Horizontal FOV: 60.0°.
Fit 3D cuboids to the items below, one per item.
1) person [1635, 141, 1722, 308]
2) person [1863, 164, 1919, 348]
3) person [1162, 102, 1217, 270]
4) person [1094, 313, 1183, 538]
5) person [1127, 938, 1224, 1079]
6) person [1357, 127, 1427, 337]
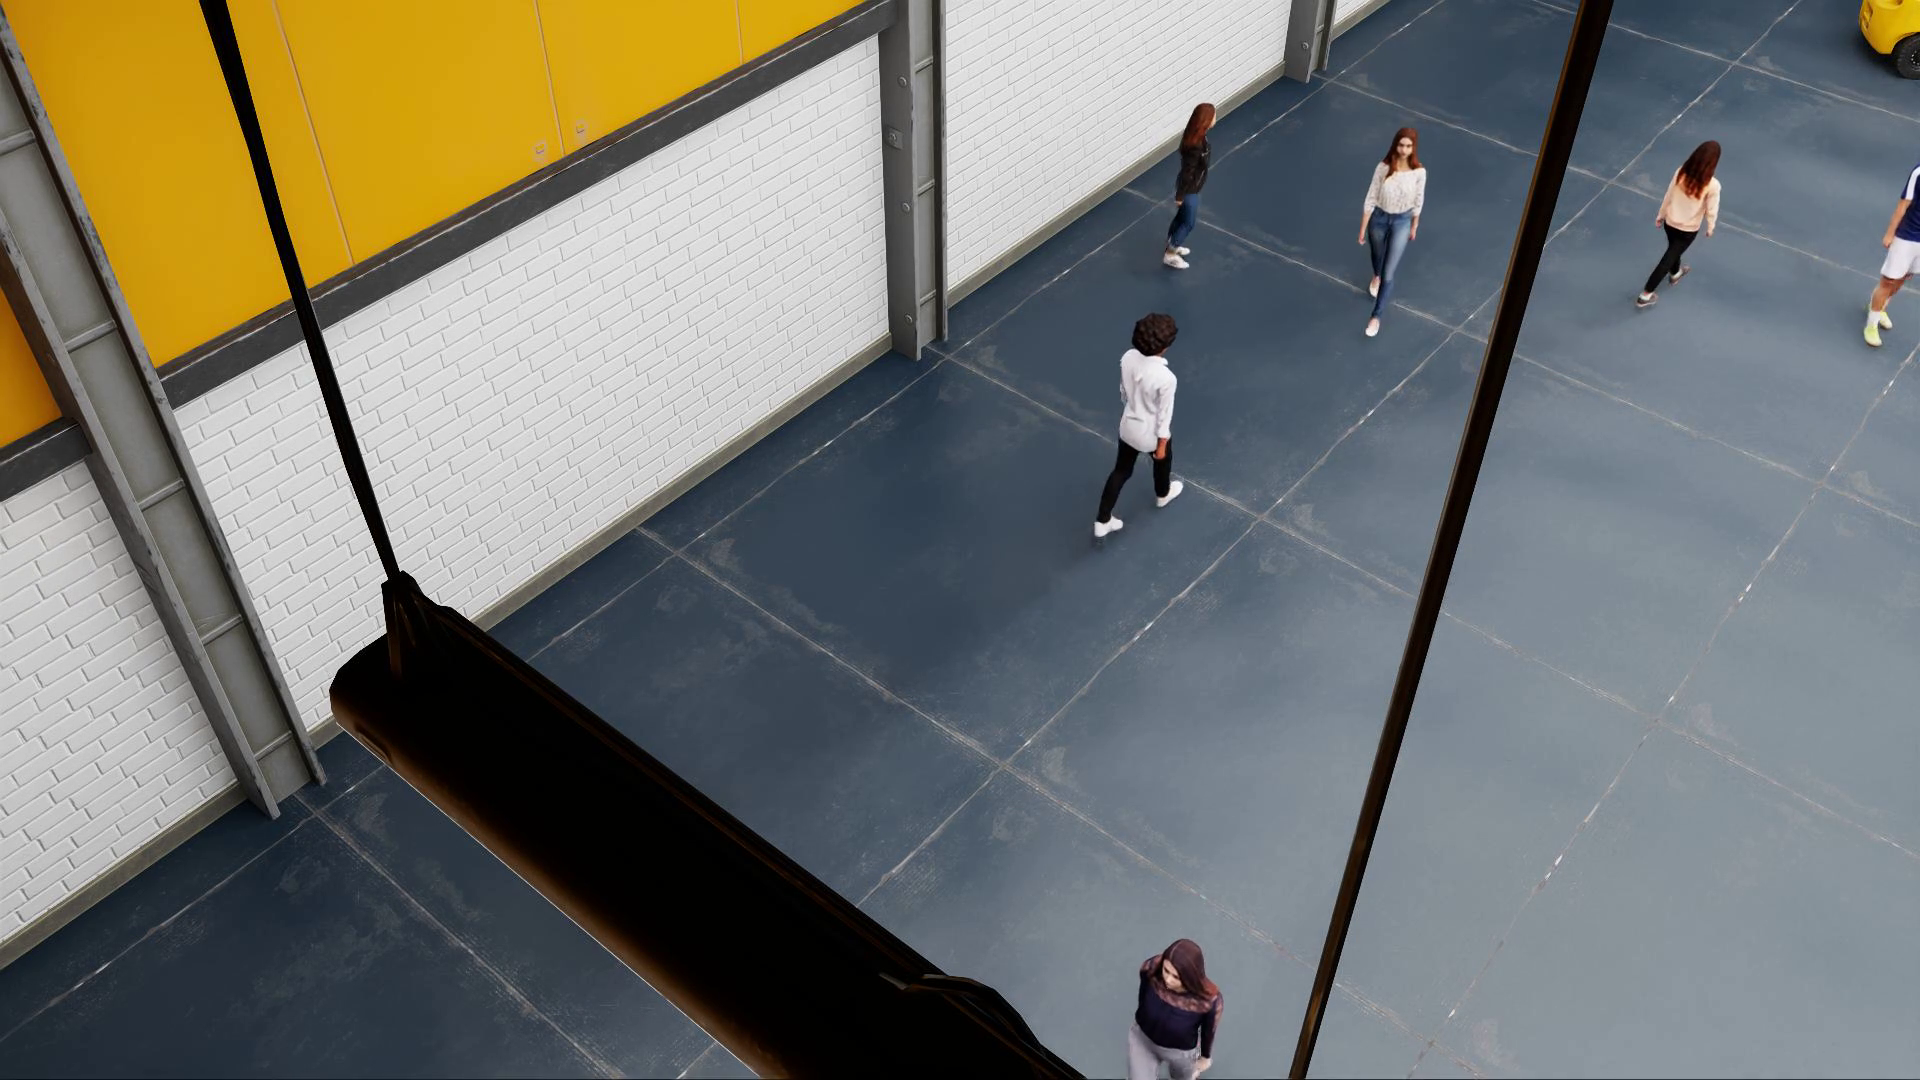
[{"bbox_3d":[5.869,-2.555,13.611,1.029,1.444,0.754,-25,49,-24],"label":"person"},{"bbox_3d":[7.604,-2.465,13.230,0.864,1.839,0.925,-2,44,-2],"label":"person"},{"bbox_3d":[1.886,-2.988,14.057,0.783,1.456,0.683,14,45,14],"label":"person"},{"bbox_3d":[1.213,-0.752,11.481,1.130,1.771,0.703,-34,53,-30],"label":"person"},{"bbox_3d":[1.065,2.451,8.253,0.656,1.586,1.030,25,49,24],"label":"person"},{"bbox_3d":[3.484,-2.595,13.481,0.867,1.681,1.215,14,45,15],"label":"person"}]
